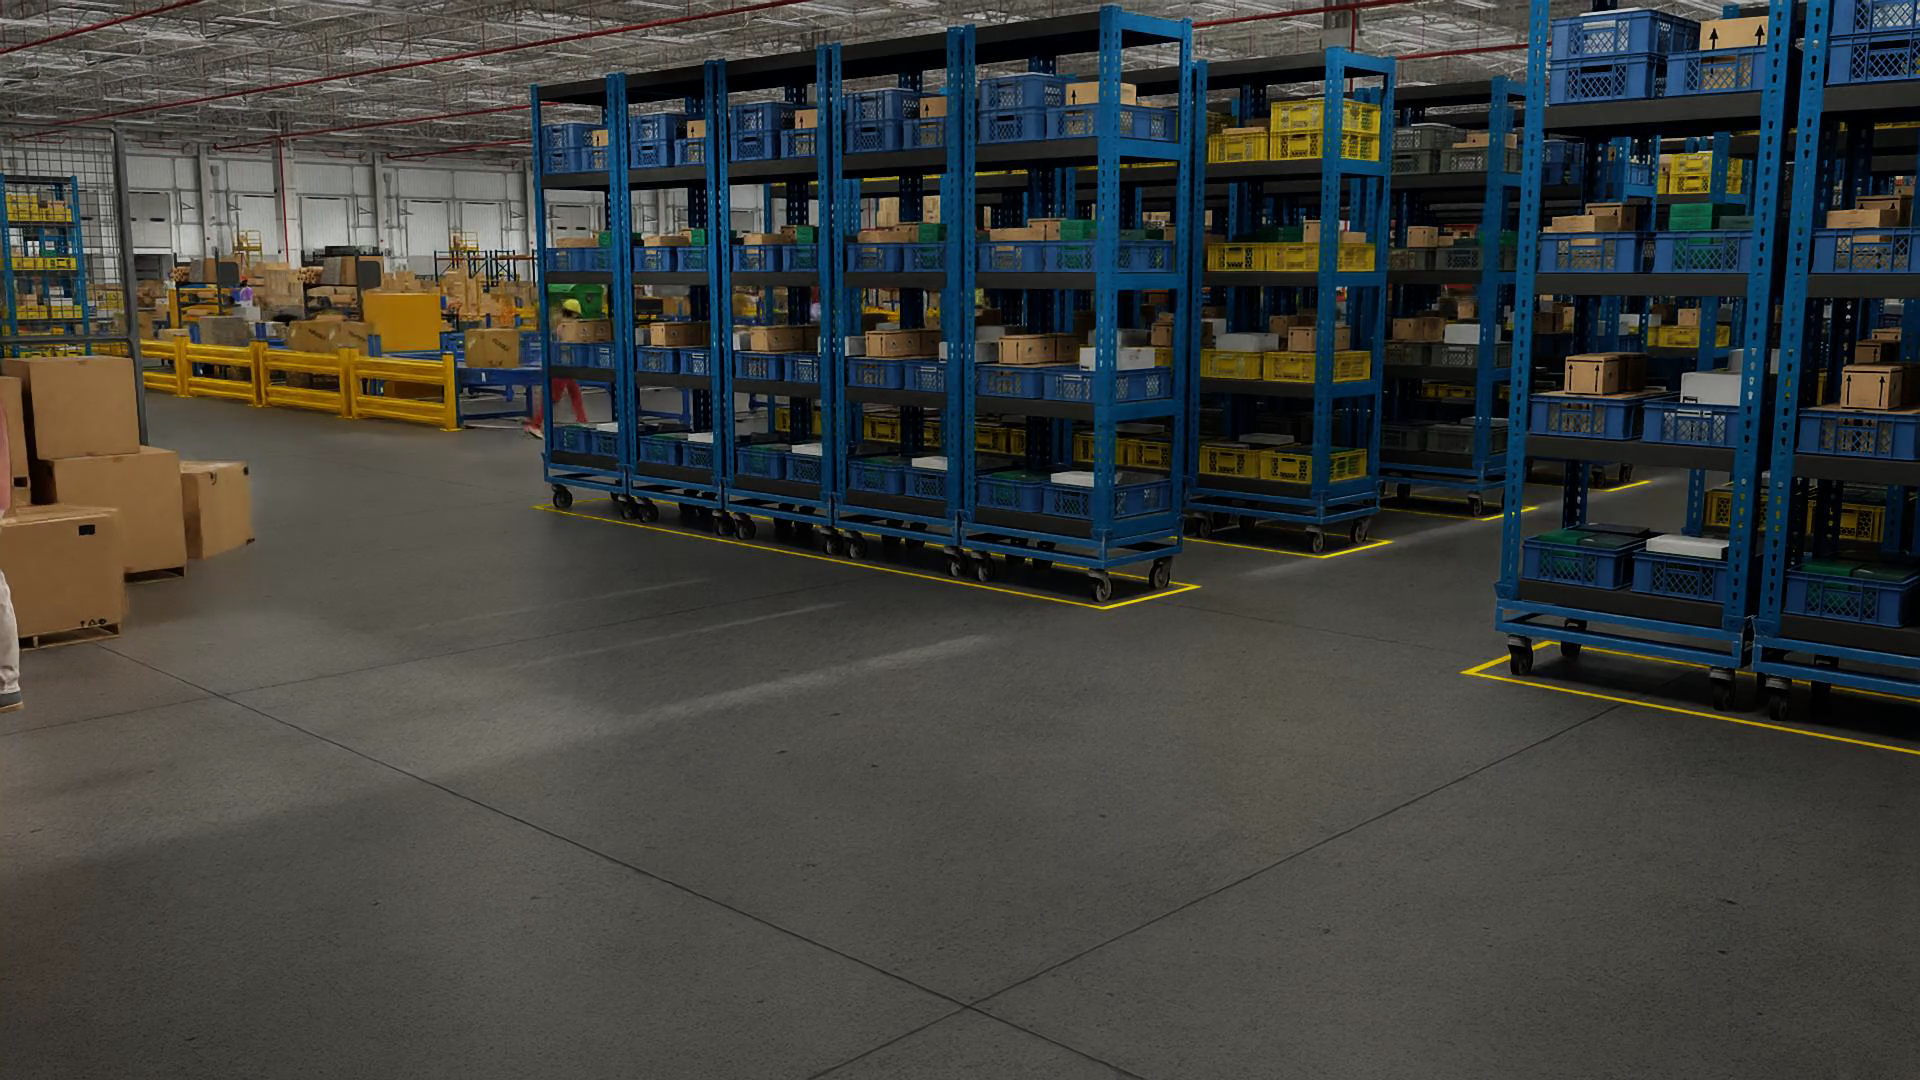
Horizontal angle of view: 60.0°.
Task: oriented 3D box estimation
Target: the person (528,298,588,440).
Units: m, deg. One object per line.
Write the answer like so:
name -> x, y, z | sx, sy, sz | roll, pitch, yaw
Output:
person -> -4.840, -2.082, 20.243 | 0.910, 1.718, 0.549 | -3, 10, -18

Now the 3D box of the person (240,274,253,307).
person -> -19.049, -6.113, 44.341 | 0.369, 1.929, 0.542 | -8, 12, -42

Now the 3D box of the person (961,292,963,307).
person -> 0.114, -7.909, 55.174 | 0.603, 2.004, 1.053 | -6, 11, -34

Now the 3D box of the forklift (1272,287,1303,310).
forklift -> 10.769, -8.203, 54.240 | 1.129, 2.768, 1.873 | 8, 12, 42

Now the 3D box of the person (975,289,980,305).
person -> 0.620, -8.567, 60.151 | 0.576, 1.673, 0.533 | 2, 10, 13

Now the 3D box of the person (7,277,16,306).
person -> -45.025, -11.725, 79.014 | 0.796, 1.845, 0.527 | -4, 10, -21

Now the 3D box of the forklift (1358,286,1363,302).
forklift -> 11.100, -7.017, 46.970 | 1.873, 2.768, 1.129 | 9, 13, 43

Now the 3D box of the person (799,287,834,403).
person -> -1.699, -2.343, 21.046 | 1.069, 1.976, 0.609 | -4, 10, -21

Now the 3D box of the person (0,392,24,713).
person -> -4.613, -0.176, 7.725 | 0.376, 1.997, 0.612 | -7, 11, -36

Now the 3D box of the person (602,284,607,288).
person -> -16.403, -11.326, 76.580 | 0.704, 1.847, 0.518 | 6, 11, 33

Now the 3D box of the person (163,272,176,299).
person -> -32.664, -10.131, 68.914 | 0.601, 1.948, 0.386 | -4, 10, -24

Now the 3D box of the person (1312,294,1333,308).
person -> 5.424, -2.926, 25.041 | 0.392, 1.847, 0.563 | -1, 9, -8

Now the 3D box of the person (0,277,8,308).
person -> -45.727, -11.770, 79.416 | 0.649, 1.794, 0.908 | -1, 9, -5

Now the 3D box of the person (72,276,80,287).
person -> -35.159, -9.688, 66.456 | 0.582, 1.864, 0.589 | 1, 9, 6

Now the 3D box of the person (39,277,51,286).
person -> -25.030, -6.311, 45.433 | 0.830, 1.971, 0.620 | -5, 10, -26

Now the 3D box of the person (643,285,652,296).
person -> -12.110, -9.419, 64.786 | 0.599, 1.873, 0.983 | 2, 9, 11

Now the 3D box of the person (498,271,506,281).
person -> -25.628, -14.038, 92.937 | 0.589, 1.924, 0.384 | -3, 10, -18

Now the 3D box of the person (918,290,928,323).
person -> -1.027, -5.629, 41.707 | 0.403, 1.820, 0.606 | -4, 10, -25

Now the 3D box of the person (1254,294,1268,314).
person -> 3.791, -2.174, 20.678 | 0.928, 1.760, 0.642 | 3, 10, 18

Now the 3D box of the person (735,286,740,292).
person -> -8.286, -8.904, 61.581 | 0.519, 1.890, 0.648 | -1, 9, -9

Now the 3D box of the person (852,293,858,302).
person -> -5.257, -12.350, 82.906 | 0.438, 1.830, 0.627 | -7, 11, -35

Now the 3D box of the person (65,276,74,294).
person -> -30.227, -8.081, 56.411 | 0.506, 1.926, 0.571 | -4, 10, -25
